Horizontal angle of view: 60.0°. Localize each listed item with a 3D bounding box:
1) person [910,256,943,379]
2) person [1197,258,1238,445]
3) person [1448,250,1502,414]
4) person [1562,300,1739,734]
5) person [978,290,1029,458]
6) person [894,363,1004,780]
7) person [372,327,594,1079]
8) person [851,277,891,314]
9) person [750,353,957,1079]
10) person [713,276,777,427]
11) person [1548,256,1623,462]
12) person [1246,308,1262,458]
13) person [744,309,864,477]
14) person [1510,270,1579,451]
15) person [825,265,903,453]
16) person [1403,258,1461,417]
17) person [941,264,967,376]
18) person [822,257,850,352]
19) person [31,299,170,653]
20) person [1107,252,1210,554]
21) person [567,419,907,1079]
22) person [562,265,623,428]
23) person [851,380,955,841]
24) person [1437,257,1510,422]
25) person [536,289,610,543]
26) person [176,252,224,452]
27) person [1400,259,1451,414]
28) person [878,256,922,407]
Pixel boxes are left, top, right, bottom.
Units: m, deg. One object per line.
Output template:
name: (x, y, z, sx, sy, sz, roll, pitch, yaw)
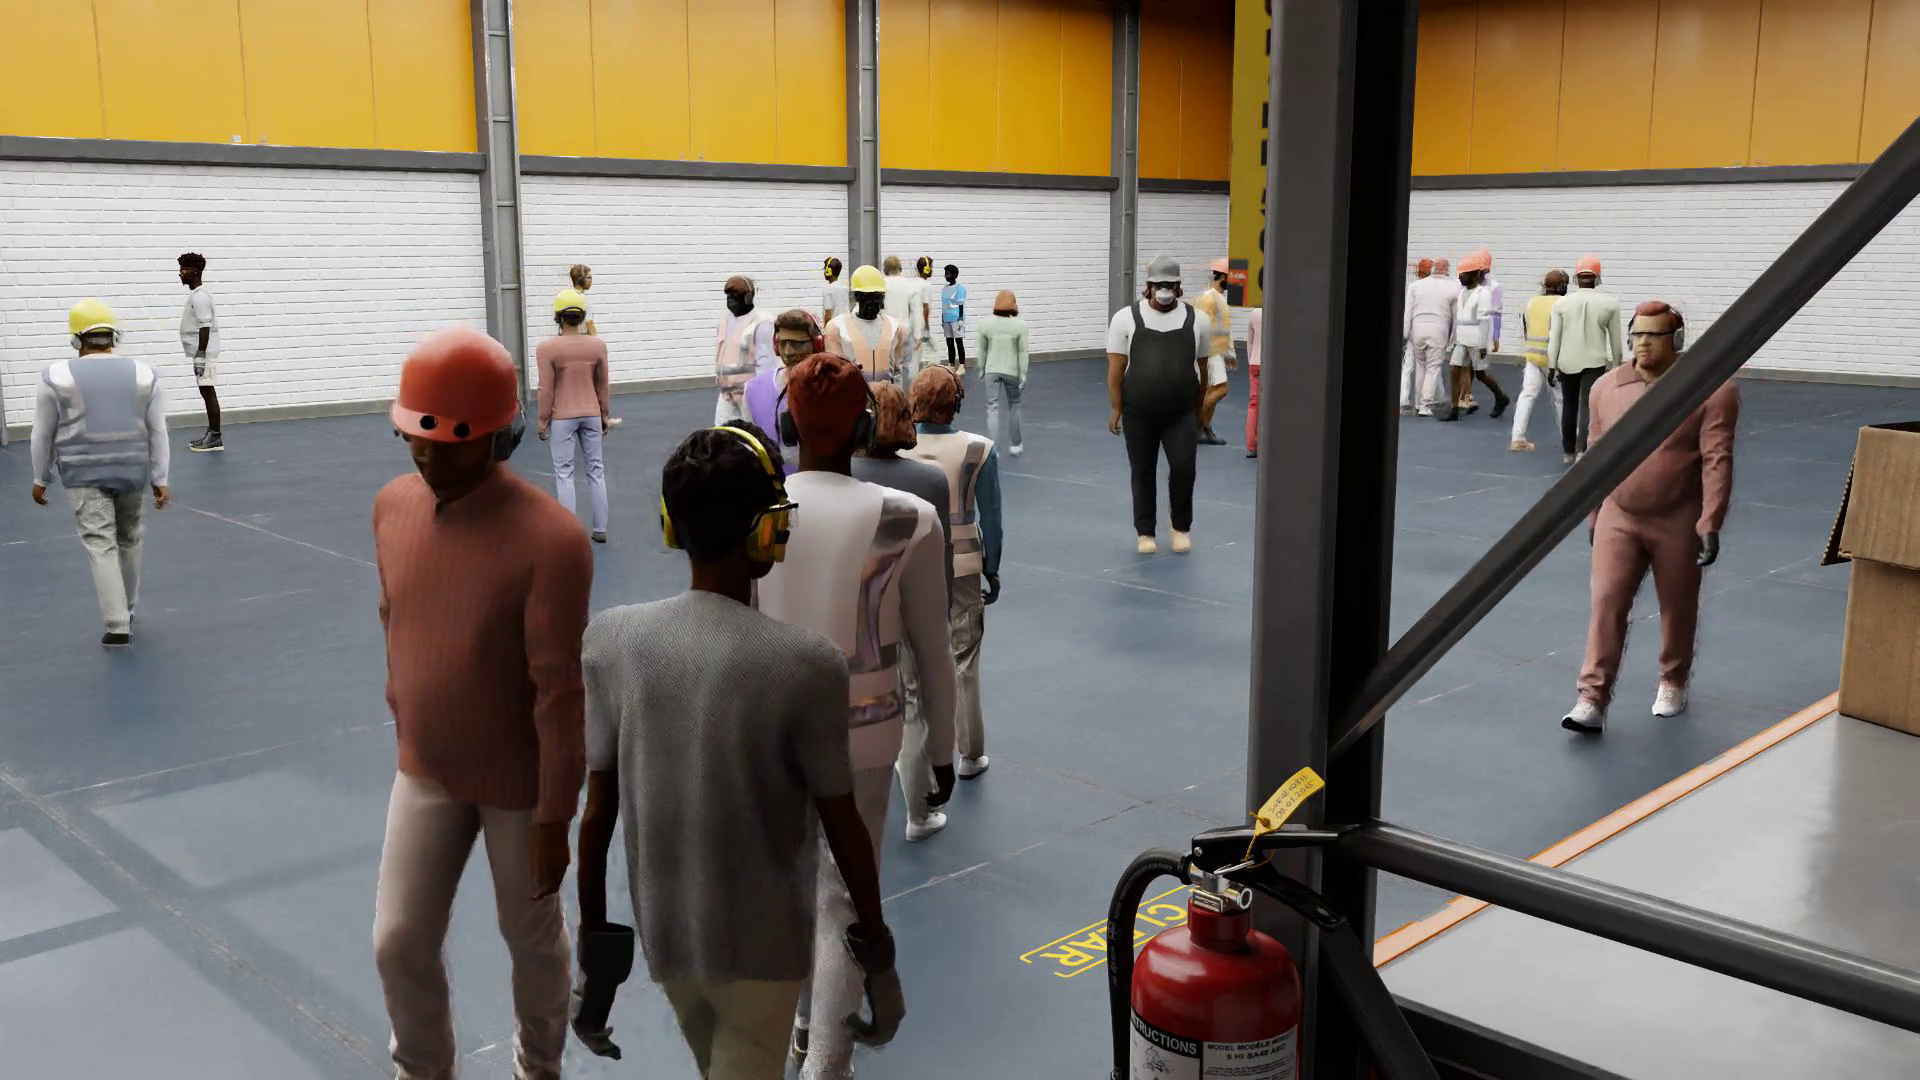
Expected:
person: (-0.443, -2.809, 22.007, 0.621, 1.846, 0.532, -7, 13, -34)
person: (2.601, -1.893, 16.846, 0.440, 1.901, 0.577, 5, 11, 24)
person: (6.176, -2.498, 20.008, 0.612, 1.947, 1.125, 2, 11, 10)
person: (2.966, -0.093, 7.154, 0.656, 1.854, 0.985, 8, 13, 38)
person: (0.426, -1.587, 15.996, 0.514, 1.601, 0.794, 2, 11, 10)
person: (-0.091, 0.135, 6.502, 0.522, 1.640, 0.306, 1, 10, 4)
person: (-1.037, 0.513, 3.619, 0.619, 1.944, 0.627, 4, 11, 19)
person: (-0.944, -1.639, 15.795, 0.923, 1.787, 0.580, -4, 11, -19)
person: (-0.303, 0.471, 4.068, 0.614, 1.854, 0.825, 1, 10, 7)
person: (-1.733, -1.082, 12.632, 0.659, 1.819, 0.741, 10, 14, 43)
person: (5.727, -1.622, 15.259, 0.641, 1.950, 1.026, 4, 11, 23)
person: (2.936, -1.639, 15.831, 0.331, 1.768, 0.526, -6, 12, -28)
person: (-0.675, -0.157, 7.622, 0.576, 1.819, 0.672, 2, 11, 13)
person: (5.853, -1.769, 16.472, 0.952, 1.791, 0.649, -6, 12, -28)
person: (-0.640, -0.909, 11.409, 0.585, 1.928, 0.378, -5, 12, -27)
person: (5.645, -2.413, 19.787, 0.672, 1.862, 0.808, 7, 13, 34)
person: (-0.110, -3.344, 25.338, 0.319, 1.693, 0.530, -8, 13, -38)
person: (-1.517, -2.436, 19.921, 0.328, 1.862, 0.512, 5, 12, 27)
person: (-4.508, -0.346, 8.697, 0.609, 1.796, 0.865, -10, 14, -43)
person: (1.320, -0.905, 11.082, 0.691, 2.000, 0.543, 1, 10, 3)
person: (-0.353, 0.699, 2.942, 0.527, 1.820, 0.939, 5, 12, 27)
person: (-3.986, -2.055, 17.973, 0.886, 1.805, 0.523, -7, 13, -35)
person: (-0.264, 0.255, 5.858, 0.500, 1.636, 0.281, 2, 11, 10)
person: (5.961, -2.305, 19.153, 0.957, 1.892, 0.562, -5, 11, -24)
person: (-2.660, -0.834, 11.443, 0.533, 1.768, 0.310, -8, 13, -38)
person: (-7.539, -1.865, 16.515, 0.368, 1.966, 0.603, -5, 11, -24)
person: (5.631, -2.450, 20.038, 0.926, 1.838, 0.599, -7, 12, -33)
person: (-0.790, -2.480, 20.110, 0.628, 1.881, 1.007, -1, 10, -6)
